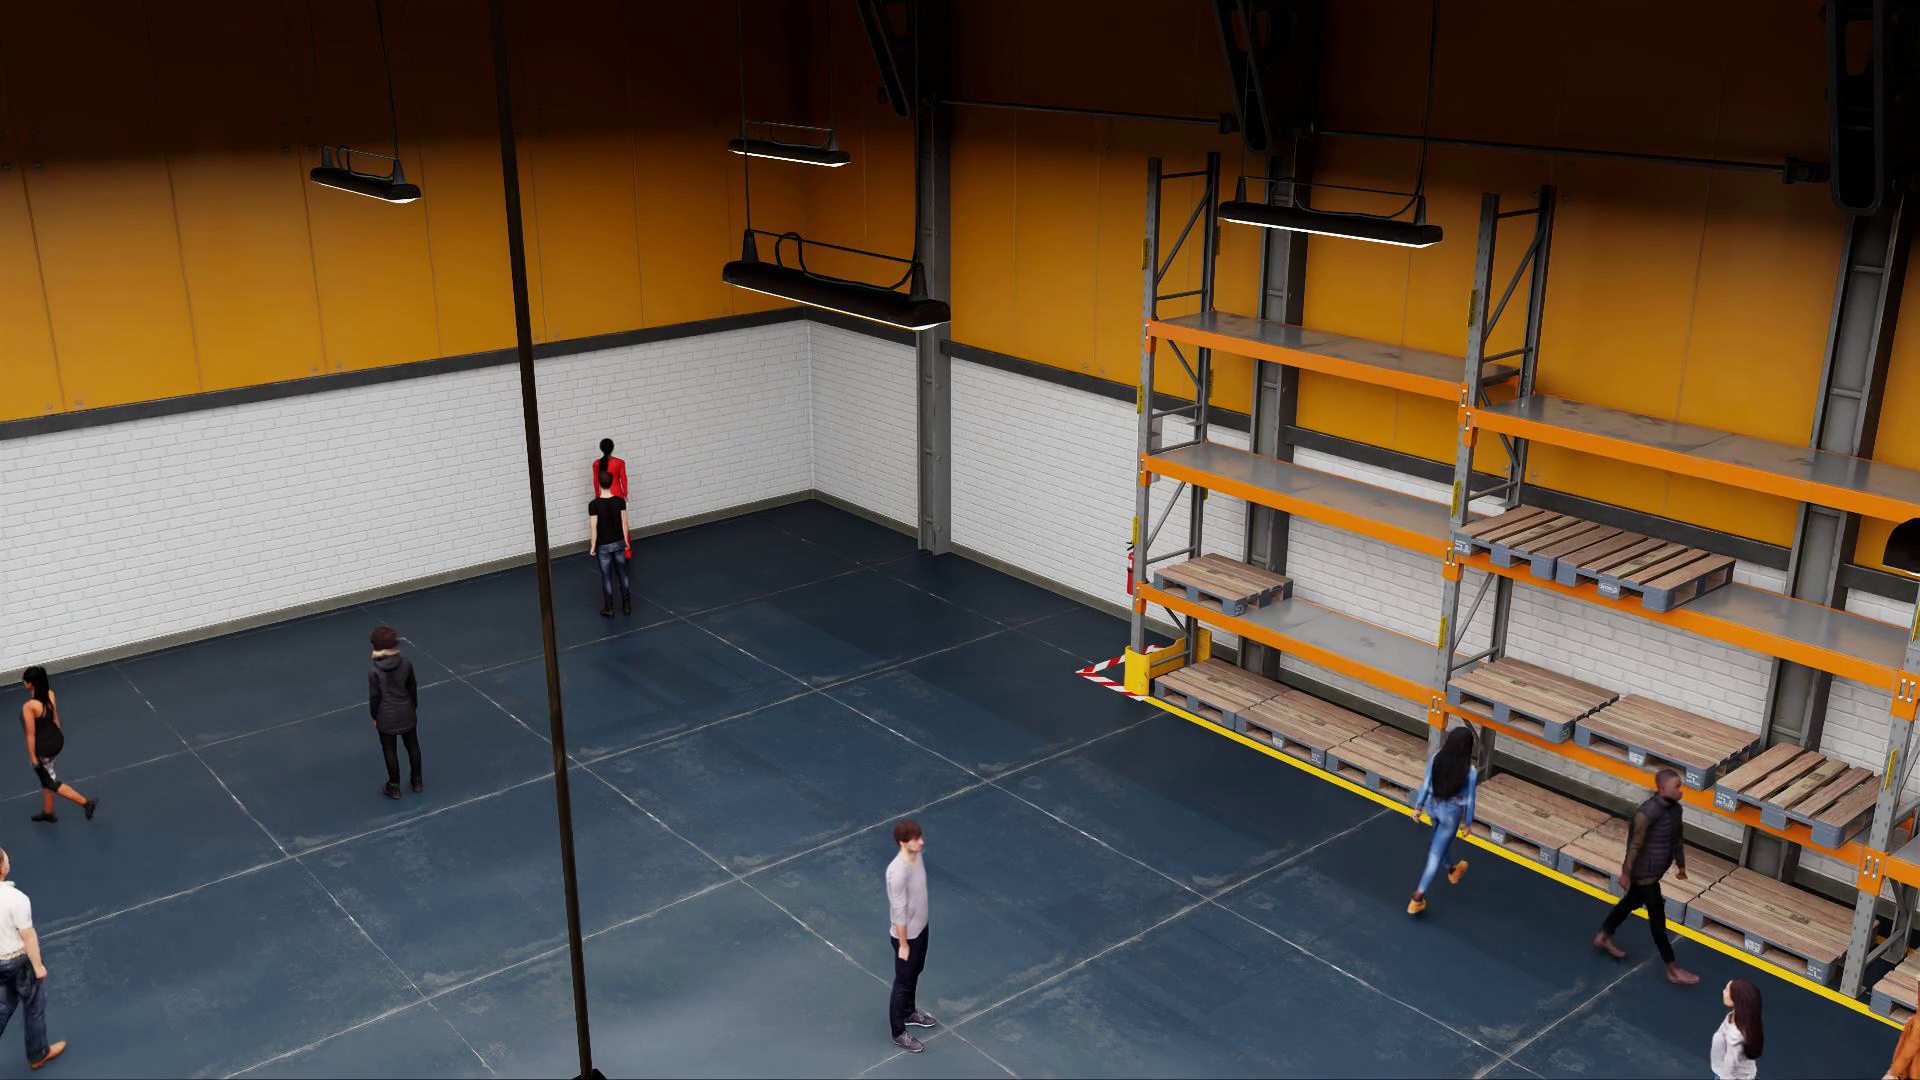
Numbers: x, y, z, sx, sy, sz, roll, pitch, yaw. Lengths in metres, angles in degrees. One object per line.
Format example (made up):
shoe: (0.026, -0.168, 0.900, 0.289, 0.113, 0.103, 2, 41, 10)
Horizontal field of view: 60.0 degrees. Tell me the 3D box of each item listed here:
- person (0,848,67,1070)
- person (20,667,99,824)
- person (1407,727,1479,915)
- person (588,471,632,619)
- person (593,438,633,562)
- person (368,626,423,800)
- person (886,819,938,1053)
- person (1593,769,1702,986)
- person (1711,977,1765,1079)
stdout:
person: (-6.998, 3.129, 12.101, 1.060, 1.835, 1.041, 6, 19, 17)
person: (-8.638, 1.973, 15.834, 1.031, 1.642, 0.976, 1, 19, 4)
person: (4.130, 2.462, 14.358, 1.093, 1.659, 0.721, 18, 25, 42)
person: (-4.445, 0.051, 21.145, 0.709, 1.896, 0.631, -10, 21, -27)
person: (-4.838, -0.544, 23.077, 0.731, 1.790, 0.766, -2, 19, -5)
person: (-5.579, 1.699, 16.435, 0.626, 1.778, 0.590, -13, 23, -35)
person: (-0.392, 2.950, 12.618, 0.745, 1.844, 0.738, 5, 19, 15)
person: (5.524, 2.674, 13.531, 0.709, 1.784, 1.131, -15, 24, -38)
person: (5.168, 3.630, 10.952, 0.832, 1.618, 0.672, 16, 24, 39)
